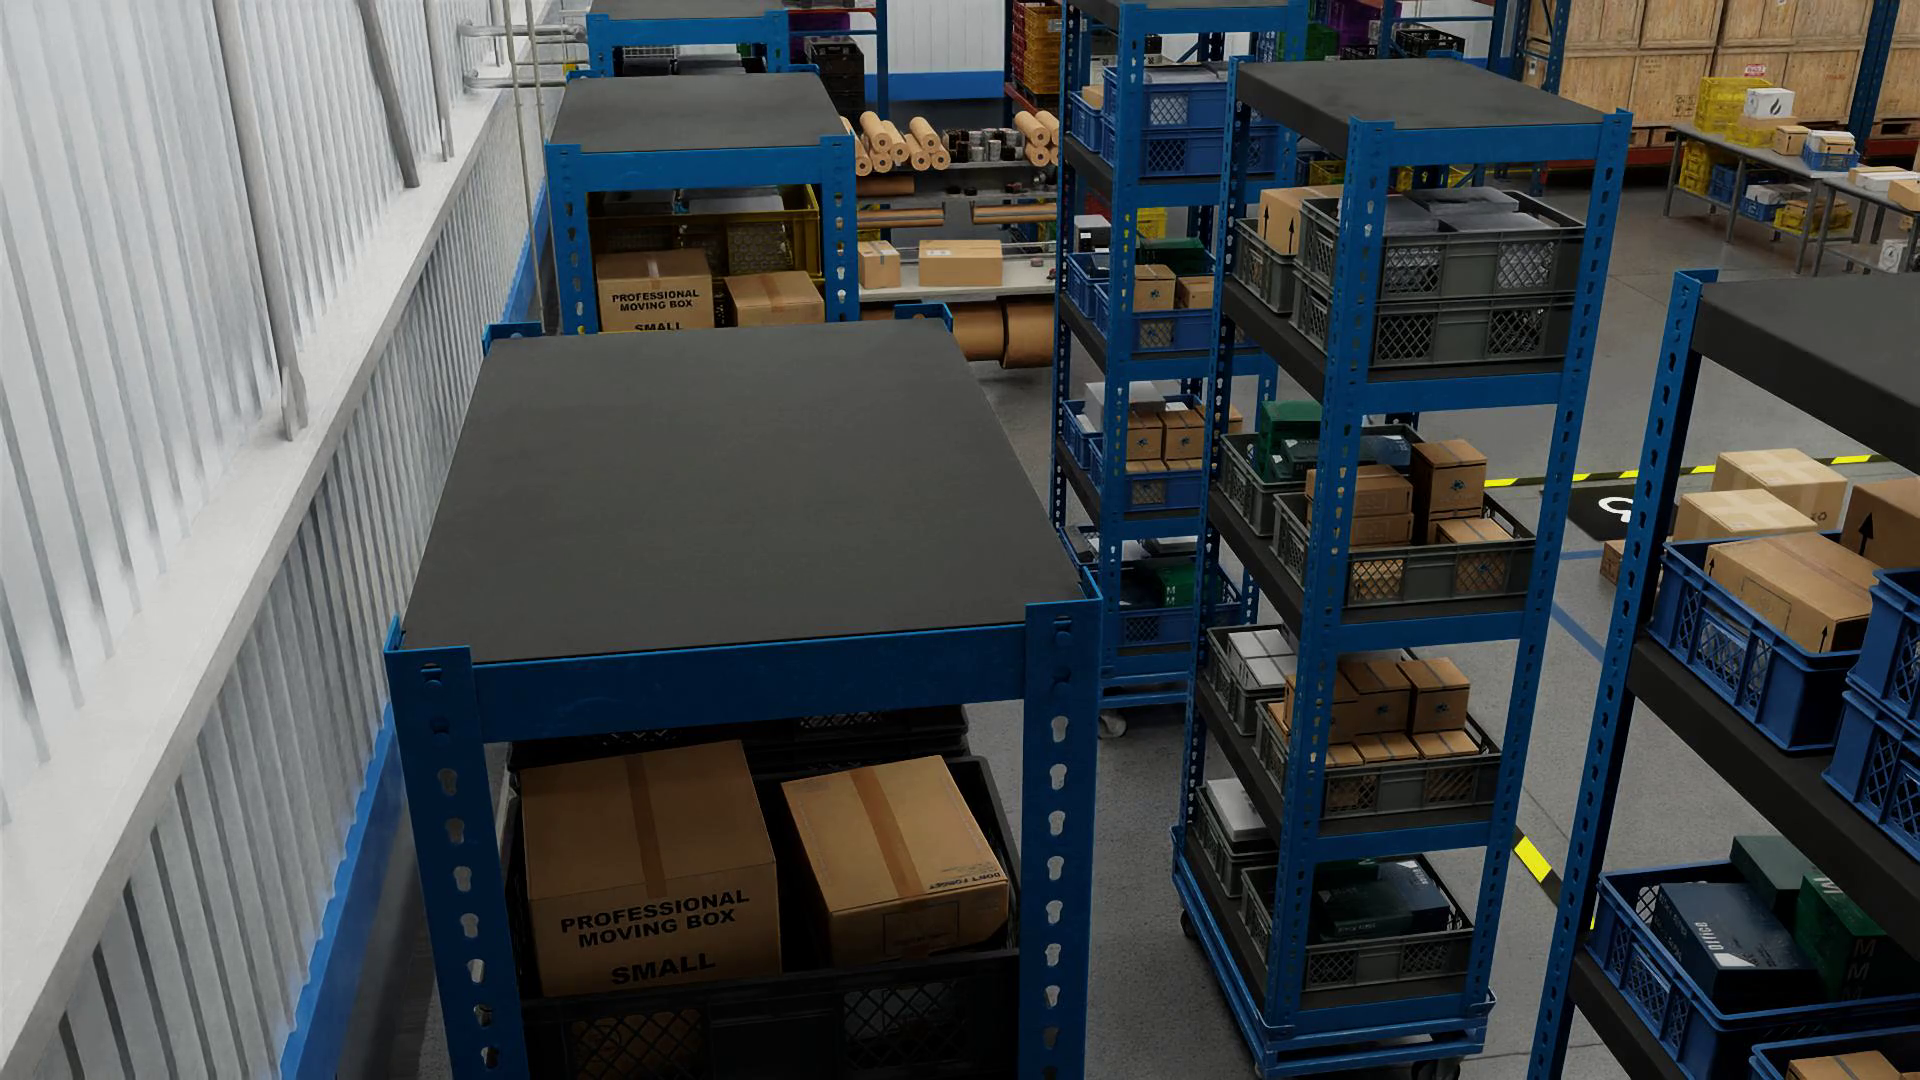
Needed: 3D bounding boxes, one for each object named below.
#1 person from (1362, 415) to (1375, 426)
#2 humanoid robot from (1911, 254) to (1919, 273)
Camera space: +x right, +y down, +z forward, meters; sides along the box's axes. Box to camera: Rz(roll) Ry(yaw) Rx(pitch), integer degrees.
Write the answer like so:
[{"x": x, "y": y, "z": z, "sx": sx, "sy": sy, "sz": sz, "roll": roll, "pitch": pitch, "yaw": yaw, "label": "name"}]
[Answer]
[{"x": 1.799, "y": 0.194, "z": 7.988, "sx": 0.589, "sy": 1.848, "sz": 0.404, "roll": 1, "pitch": 25, "yaw": 1, "label": "person"}, {"x": 6.578, "y": -1.159, "z": 11.063, "sx": 0.546, "sy": 1.766, "sz": 0.900, "roll": 2, "pitch": 25, "yaw": 5, "label": "humanoid robot"}]
